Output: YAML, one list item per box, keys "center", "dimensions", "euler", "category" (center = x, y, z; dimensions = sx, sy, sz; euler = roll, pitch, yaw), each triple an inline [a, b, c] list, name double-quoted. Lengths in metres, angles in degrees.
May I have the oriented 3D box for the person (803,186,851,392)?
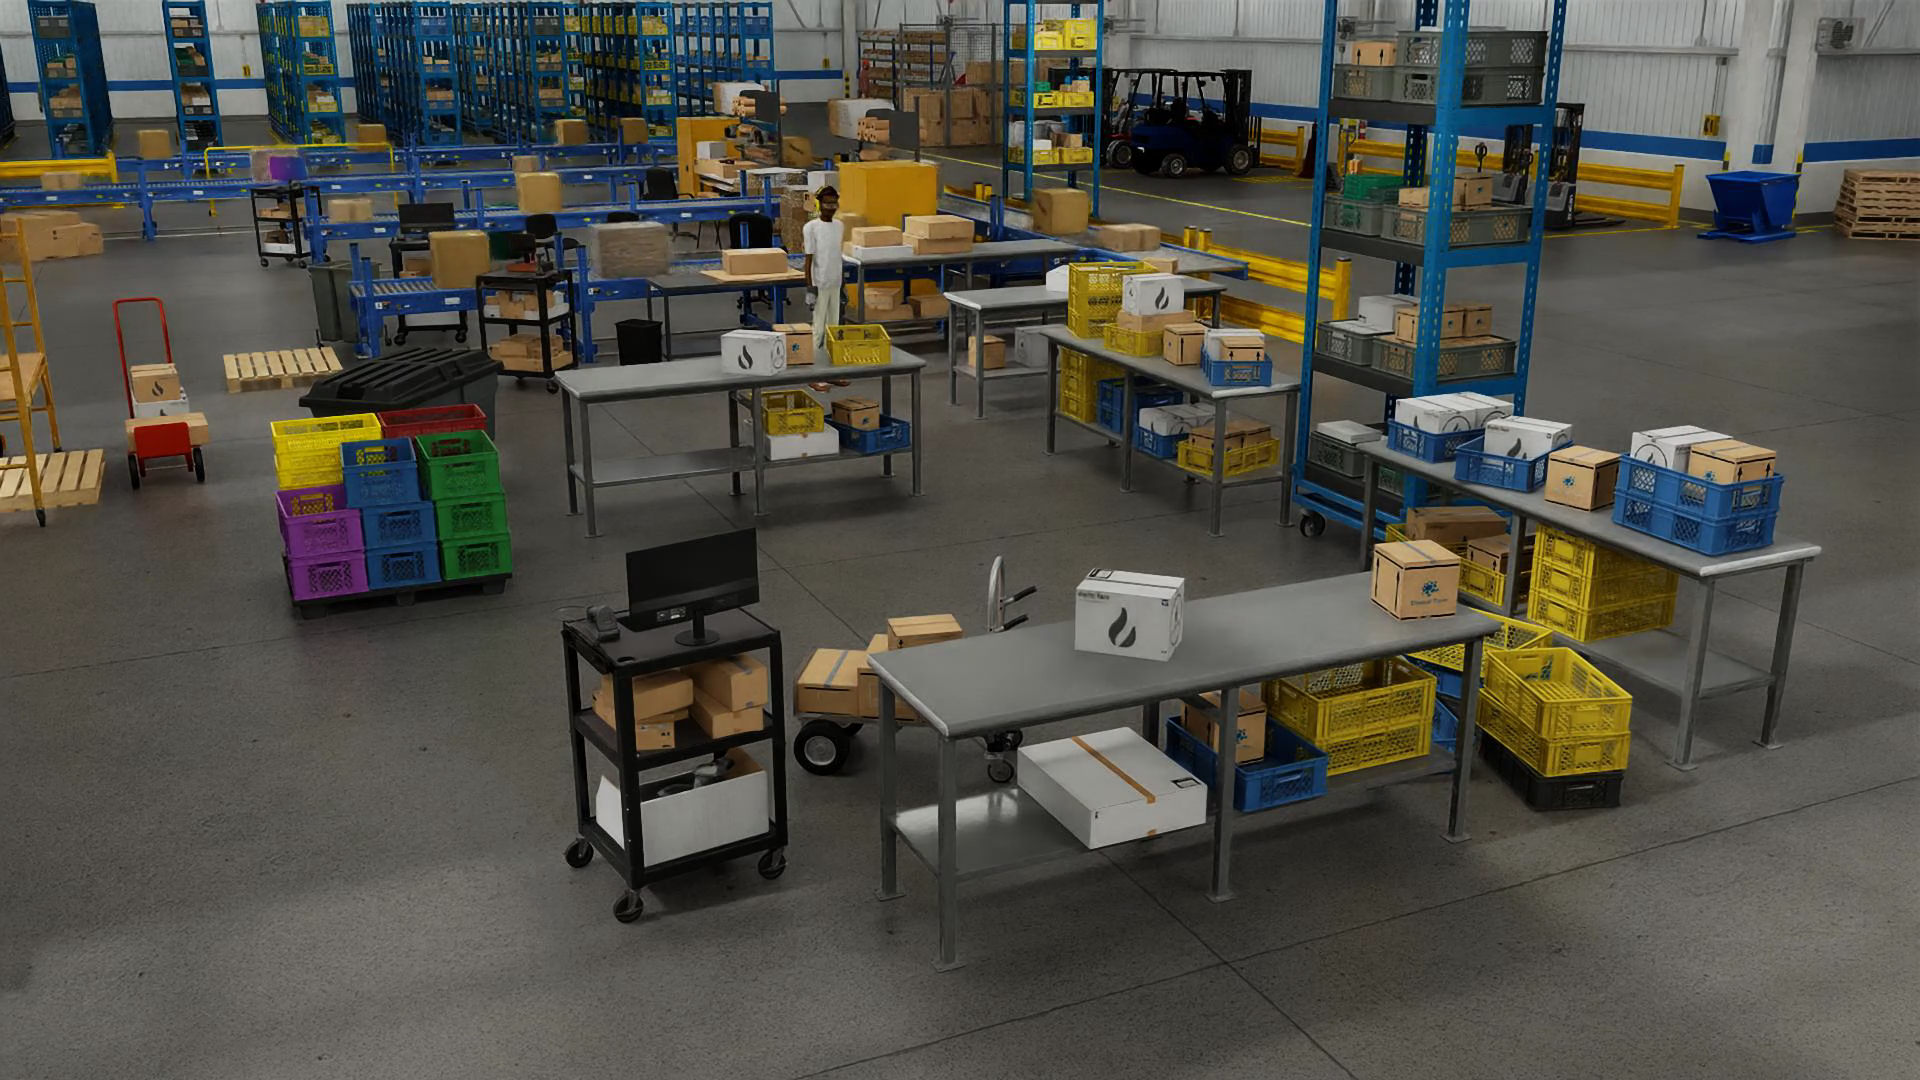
- center: [-1.214, -2.300, 15.229]
  dimensions: [0.312, 1.865, 0.535]
  euler: [13, 22, 35]
  category: "person"

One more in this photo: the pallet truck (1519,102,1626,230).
- center: [9.972, -6.037, 26.785]
  dimensions: [1.885, 1.965, 0.823]
  euler: [-9, 20, -25]
  category: "pallet truck"

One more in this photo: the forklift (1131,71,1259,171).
- center: [4.998, -8.936, 35.413]
  dimensions: [2.680, 1.987, 1.157]
  euler: [-9, 20, -25]
  category: "forklift"

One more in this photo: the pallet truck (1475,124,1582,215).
- center: [9.707, -6.455, 28.103]
  dimensions: [1.885, 1.965, 0.823]
  euler: [-7, 19, -20]
  category: "pallet truck"

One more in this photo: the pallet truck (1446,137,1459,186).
- center: [9.184, -6.485, 29.328]
  dimensions: [1.630, 1.274, 0.653]
  euler: [-8, 19, -23]
  category: "pallet truck"

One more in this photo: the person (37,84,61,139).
- center: [-24.994, -11.937, 45.715]
  dimensions: [0.616, 1.776, 0.996]
  euler: [-7, 19, -21]
  category: "person"

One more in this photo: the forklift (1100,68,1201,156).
- center: [4.082, -9.564, 37.410]
  dimensions: [2.680, 1.987, 1.157]
  euler: [-8, 19, -23]
  category: "forklift"

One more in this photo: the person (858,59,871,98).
- center: [-2.897, -13.608, 50.637]
  dimensions: [0.391, 1.995, 0.613]
  euler: [-4, 18, -14]
  category: "person"

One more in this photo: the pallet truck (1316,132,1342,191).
- center: [7.723, -7.504, 32.656]
  dimensions: [1.601, 1.201, 0.680]
  euler: [-8, 19, -23]
  category: "pallet truck"

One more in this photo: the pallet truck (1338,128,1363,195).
- center: [7.845, -7.140, 31.411]
  dimensions: [1.522, 1.261, 0.704]
  euler: [-9, 20, -25]
  category: "pallet truck"
